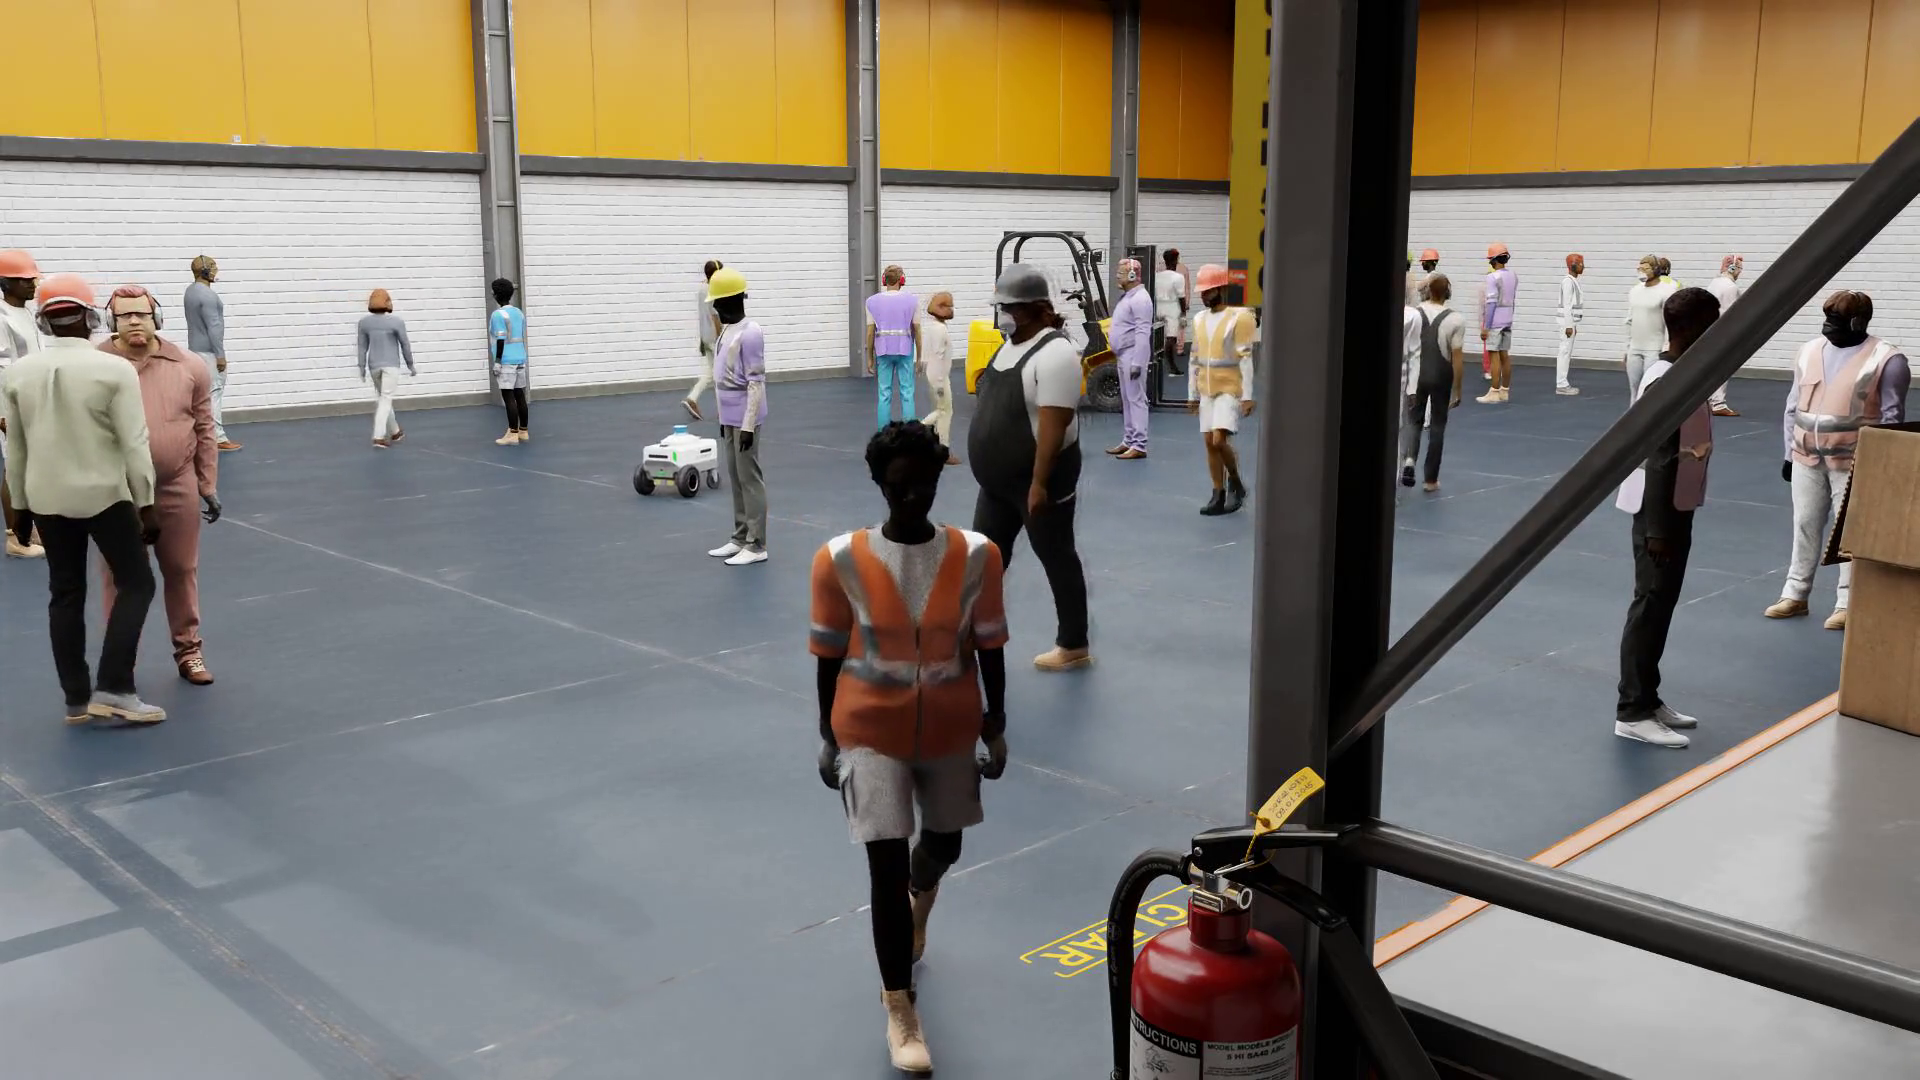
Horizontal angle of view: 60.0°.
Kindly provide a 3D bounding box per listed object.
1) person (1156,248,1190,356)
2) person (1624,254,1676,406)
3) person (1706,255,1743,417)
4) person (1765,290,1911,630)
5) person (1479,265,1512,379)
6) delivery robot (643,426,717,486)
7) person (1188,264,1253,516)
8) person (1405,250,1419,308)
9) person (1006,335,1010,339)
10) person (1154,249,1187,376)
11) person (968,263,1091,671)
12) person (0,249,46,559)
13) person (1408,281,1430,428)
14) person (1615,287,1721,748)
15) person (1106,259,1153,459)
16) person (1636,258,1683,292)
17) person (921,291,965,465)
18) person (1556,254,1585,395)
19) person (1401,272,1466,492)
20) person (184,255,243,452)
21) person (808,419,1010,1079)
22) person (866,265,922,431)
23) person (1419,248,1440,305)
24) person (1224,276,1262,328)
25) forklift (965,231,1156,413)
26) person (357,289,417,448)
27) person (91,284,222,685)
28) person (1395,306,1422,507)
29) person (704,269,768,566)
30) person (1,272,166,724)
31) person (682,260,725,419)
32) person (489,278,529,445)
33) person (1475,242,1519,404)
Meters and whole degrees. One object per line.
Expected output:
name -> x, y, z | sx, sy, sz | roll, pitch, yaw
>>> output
person -> 3.750, -4.195, 29.382 | 0.639, 1.911, 0.406 | 3, 11, 15
person -> 6.984, -1.918, 16.882 | 0.372, 1.939, 0.629 | -4, 11, -20
person -> 9.077, -2.421, 19.728 | 0.406, 1.903, 0.639 | 1, 10, 4
person -> 4.777, -0.435, 9.072 | 0.430, 1.841, 0.624 | -7, 12, -32
person -> 7.942, -3.244, 24.619 | 0.555, 1.749, 0.425 | -1, 10, -8
delivery robot -> -2.314, -0.705, 13.788 | 0.477, 0.478, 0.707 | 4, 11, 21
person -> 1.944, -1.126, 12.621 | 0.414, 1.914, 0.567 | -9, 14, -41
person -> 7.375, -3.841, 27.535 | 0.947, 1.877, 0.601 | -2, 11, -13
person -> 0.767, -2.117, 18.792 | 0.500, 1.636, 0.282 | -1, 10, -4
person -> 3.096, -3.397, 24.958 | 0.879, 1.943, 0.610 | -8, 13, -36
person -> 0.231, -0.354, 8.073 | 0.901, 2.000, 0.699 | -5, 12, -27
person -> -6.196, -0.901, 11.051 | 0.391, 2.041, 0.615 | -1, 10, -7
person -> 5.202, -2.057, 18.494 | 0.520, 1.631, 0.325 | -8, 13, -37
person -> 2.987, -0.105, 7.047 | 0.376, 1.917, 0.599 | 6, 12, 30
person -> 1.621, -1.730, 15.944 | 0.399, 1.909, 0.642 | -1, 10, -6
person -> 9.171, -2.776, 21.842 | 0.622, 1.838, 0.429 | 7, 13, 35
person -> -0.228, -1.491, 15.411 | 0.491, 1.617, 0.526 | -1, 10, -5
person -> 8.218, -2.901, 22.392 | 0.356, 1.884, 0.574 | 4, 11, 23
person -> 3.879, -1.286, 13.732 | 0.542, 1.830, 0.476 | 6, 12, 28
person -> -7.424, -1.839, 16.454 | 0.372, 1.940, 0.632 | -10, 14, -43
person -> -0.142, 0.493, 4.472 | 0.537, 1.673, 0.758 | -2, 11, -12
person -> -0.656, -1.820, 16.623 | 0.563, 1.837, 0.389 | 0, 10, 2
person -> 6.888, -3.308, 24.462 | 0.375, 1.935, 0.550 | 5, 12, 26
person -> 4.308, -3.463, 25.723 | 0.658, 1.793, 0.782 | -1, 10, -3
forklift -> 1.222, -2.721, 20.561 | 2.313, 2.155, 1.214 | 2, 11, 13
person -> -5.843, -1.749, 16.926 | 0.503, 1.587, 0.871 | 2, 11, 10
person -> -3.799, -0.234, 7.787 | 0.643, 1.910, 0.400 | -7, 12, -32
person -> 3.320, -1.197, 13.104 | 0.574, 1.882, 0.358 | 3, 11, 18
person -> -1.451, -0.795, 10.816 | 0.382, 1.917, 0.585 | -5, 11, -23
person -> -3.823, -0.170, 7.254 | 0.655, 1.971, 0.531 | 1, 10, 3
person -> -2.842, -2.279, 19.096 | 0.680, 1.853, 0.524 | -6, 12, -30
person -> -4.613, -1.816, 16.976 | 0.317, 1.698, 0.540 | 2, 11, 11
person -> 6.814, -2.750, 21.143 | 0.609, 2.040, 0.394 | -9, 14, -40
